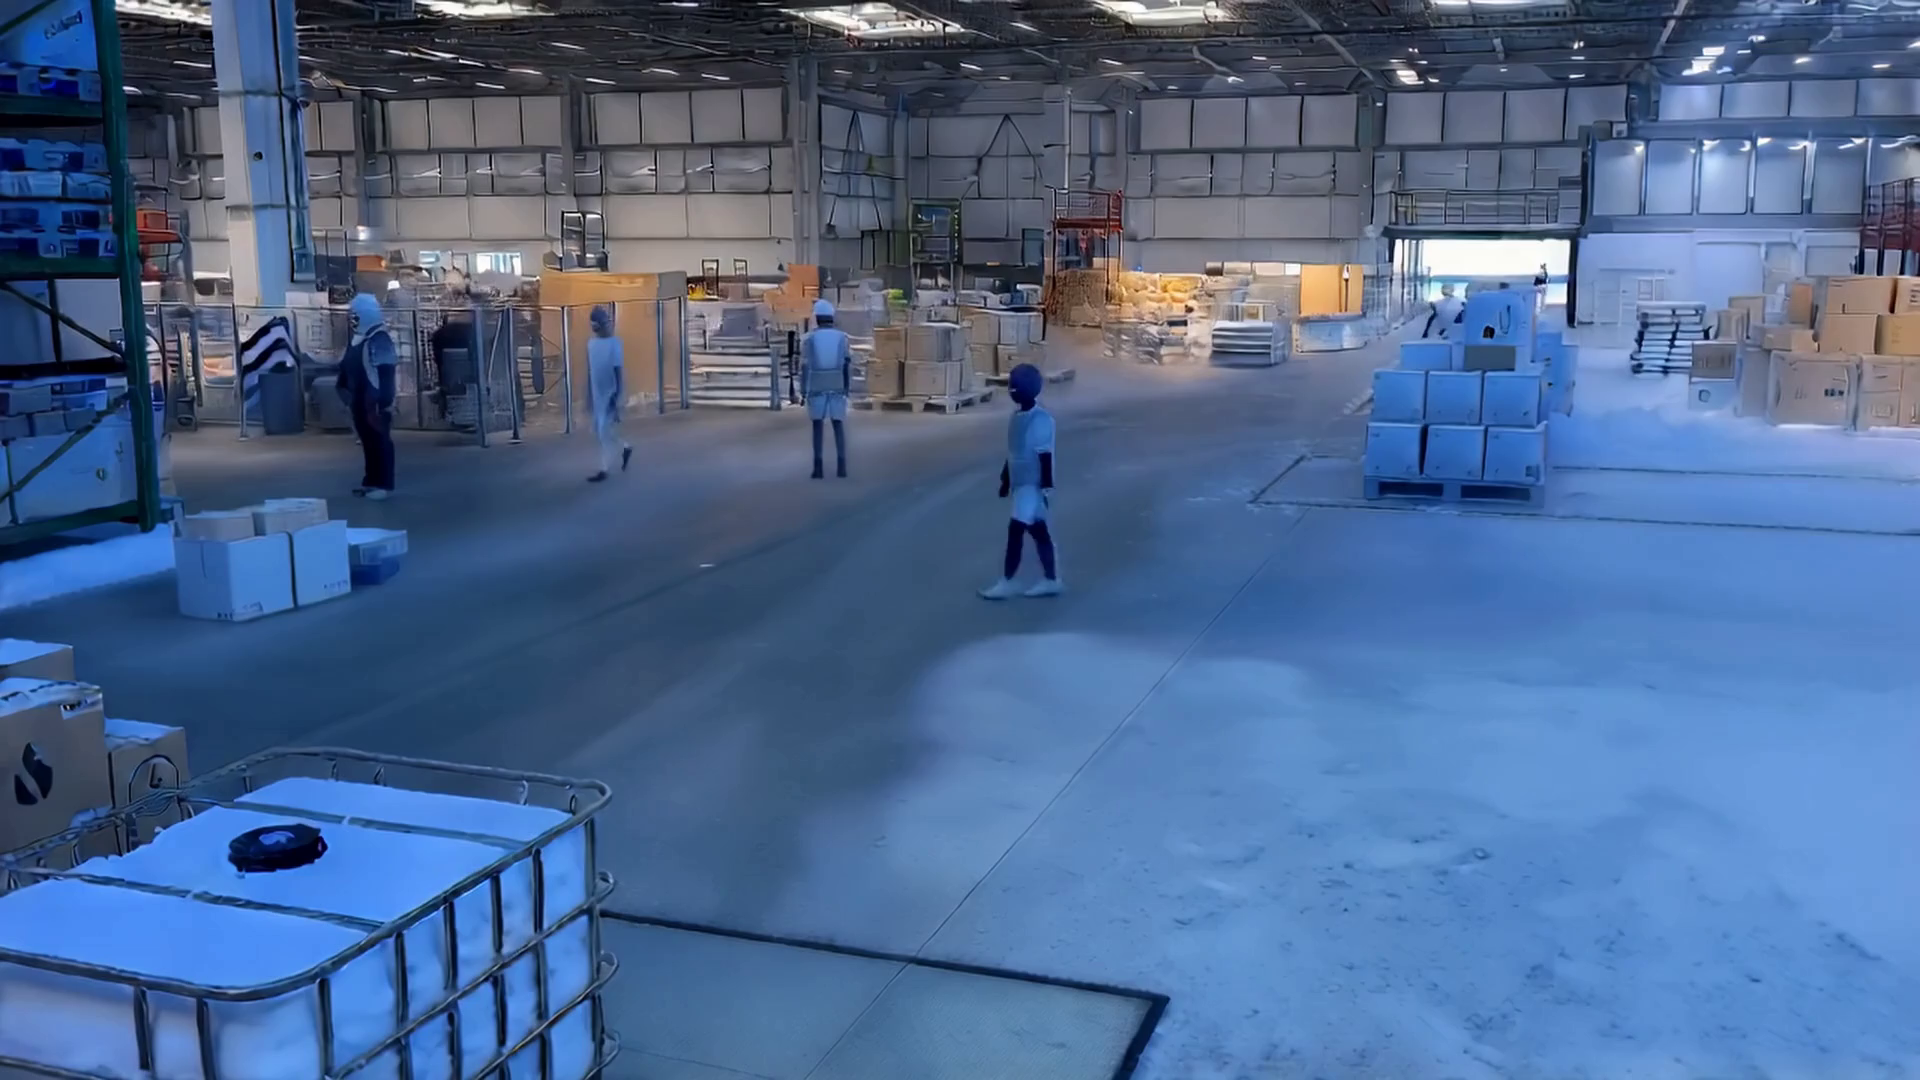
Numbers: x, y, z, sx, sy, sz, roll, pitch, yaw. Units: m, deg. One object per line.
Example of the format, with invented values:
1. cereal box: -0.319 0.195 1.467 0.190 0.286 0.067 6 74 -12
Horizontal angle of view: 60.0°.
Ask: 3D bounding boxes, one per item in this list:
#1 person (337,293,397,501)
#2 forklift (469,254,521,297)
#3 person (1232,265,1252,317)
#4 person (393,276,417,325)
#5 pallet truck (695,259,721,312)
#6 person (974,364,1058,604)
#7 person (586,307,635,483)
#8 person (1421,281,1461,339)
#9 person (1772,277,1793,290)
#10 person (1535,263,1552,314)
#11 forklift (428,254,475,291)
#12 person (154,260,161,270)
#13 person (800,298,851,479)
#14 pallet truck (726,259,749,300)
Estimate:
1. person: -5.831 -1.404 16.345 0.537 2.000 0.680 -8 13 -39
2. forklift: -17.990 -10.121 64.684 1.157 1.987 2.680 3 11 17
3. person: 7.057 -5.866 41.634 0.623 1.994 1.032 9 14 43
4. person: -13.163 -5.380 39.501 0.525 1.772 0.305 -3 11 -19
5. pallet truck: -9.165 -9.627 62.776 0.823 1.965 1.885 4 11 23
6. person: 0.371 -0.386 11.639 0.771 1.663 0.555 -3 10 -15
7. person: -3.753 -1.551 17.683 0.530 1.858 0.609 9 13 41
8. person: 8.840 -3.832 30.617 0.619 1.821 0.929 9 13 41
9. person: 13.168 -3.210 26.658 0.608 1.989 0.386 -10 14 -43
10. person: 21.131 -9.106 60.258 0.590 1.840 0.923 3 11 18
11. forklift: -20.133 -10.254 65.465 1.157 1.987 2.680 3 11 19
12. person: -33.889 -10.907 70.408 0.376 1.844 0.572 0 10 0
13. person: -1.446 -1.627 17.889 0.552 1.935 0.374 -3 10 -15
14. pallet truck: -7.986 -9.493 62.019 0.823 1.965 1.885 3 11 17
